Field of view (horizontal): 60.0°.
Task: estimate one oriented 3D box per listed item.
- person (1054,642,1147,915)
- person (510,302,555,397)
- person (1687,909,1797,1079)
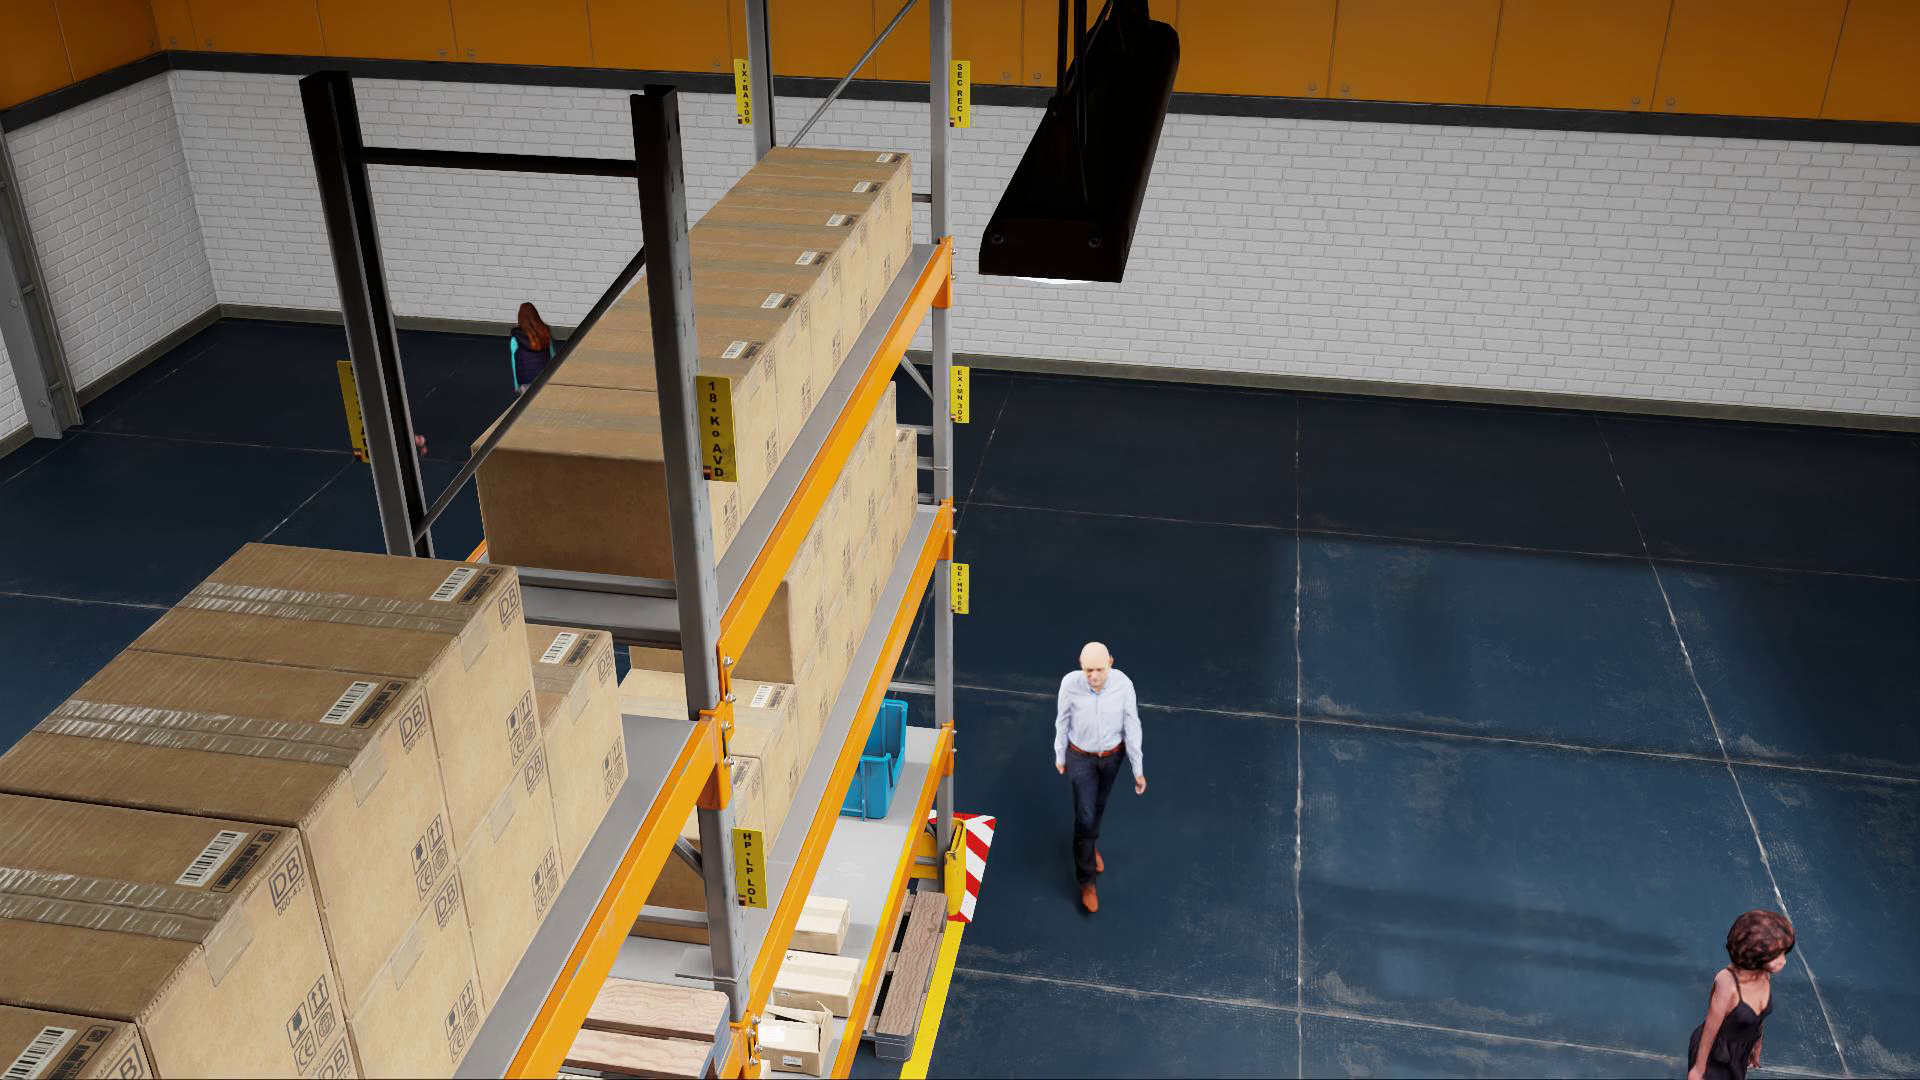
[{"bbox_3d":[0.821,1.335,10.390,0.877,1.758,1.053,-6,29,-11],"label":"person"},{"bbox_3d":[-4.054,-1.528,15.928,0.784,1.480,0.863,-13,31,-22],"label":"person"},{"bbox_3d":[3.682,2.513,8.213,0.725,1.775,0.785,-18,33,-30],"label":"person"}]
